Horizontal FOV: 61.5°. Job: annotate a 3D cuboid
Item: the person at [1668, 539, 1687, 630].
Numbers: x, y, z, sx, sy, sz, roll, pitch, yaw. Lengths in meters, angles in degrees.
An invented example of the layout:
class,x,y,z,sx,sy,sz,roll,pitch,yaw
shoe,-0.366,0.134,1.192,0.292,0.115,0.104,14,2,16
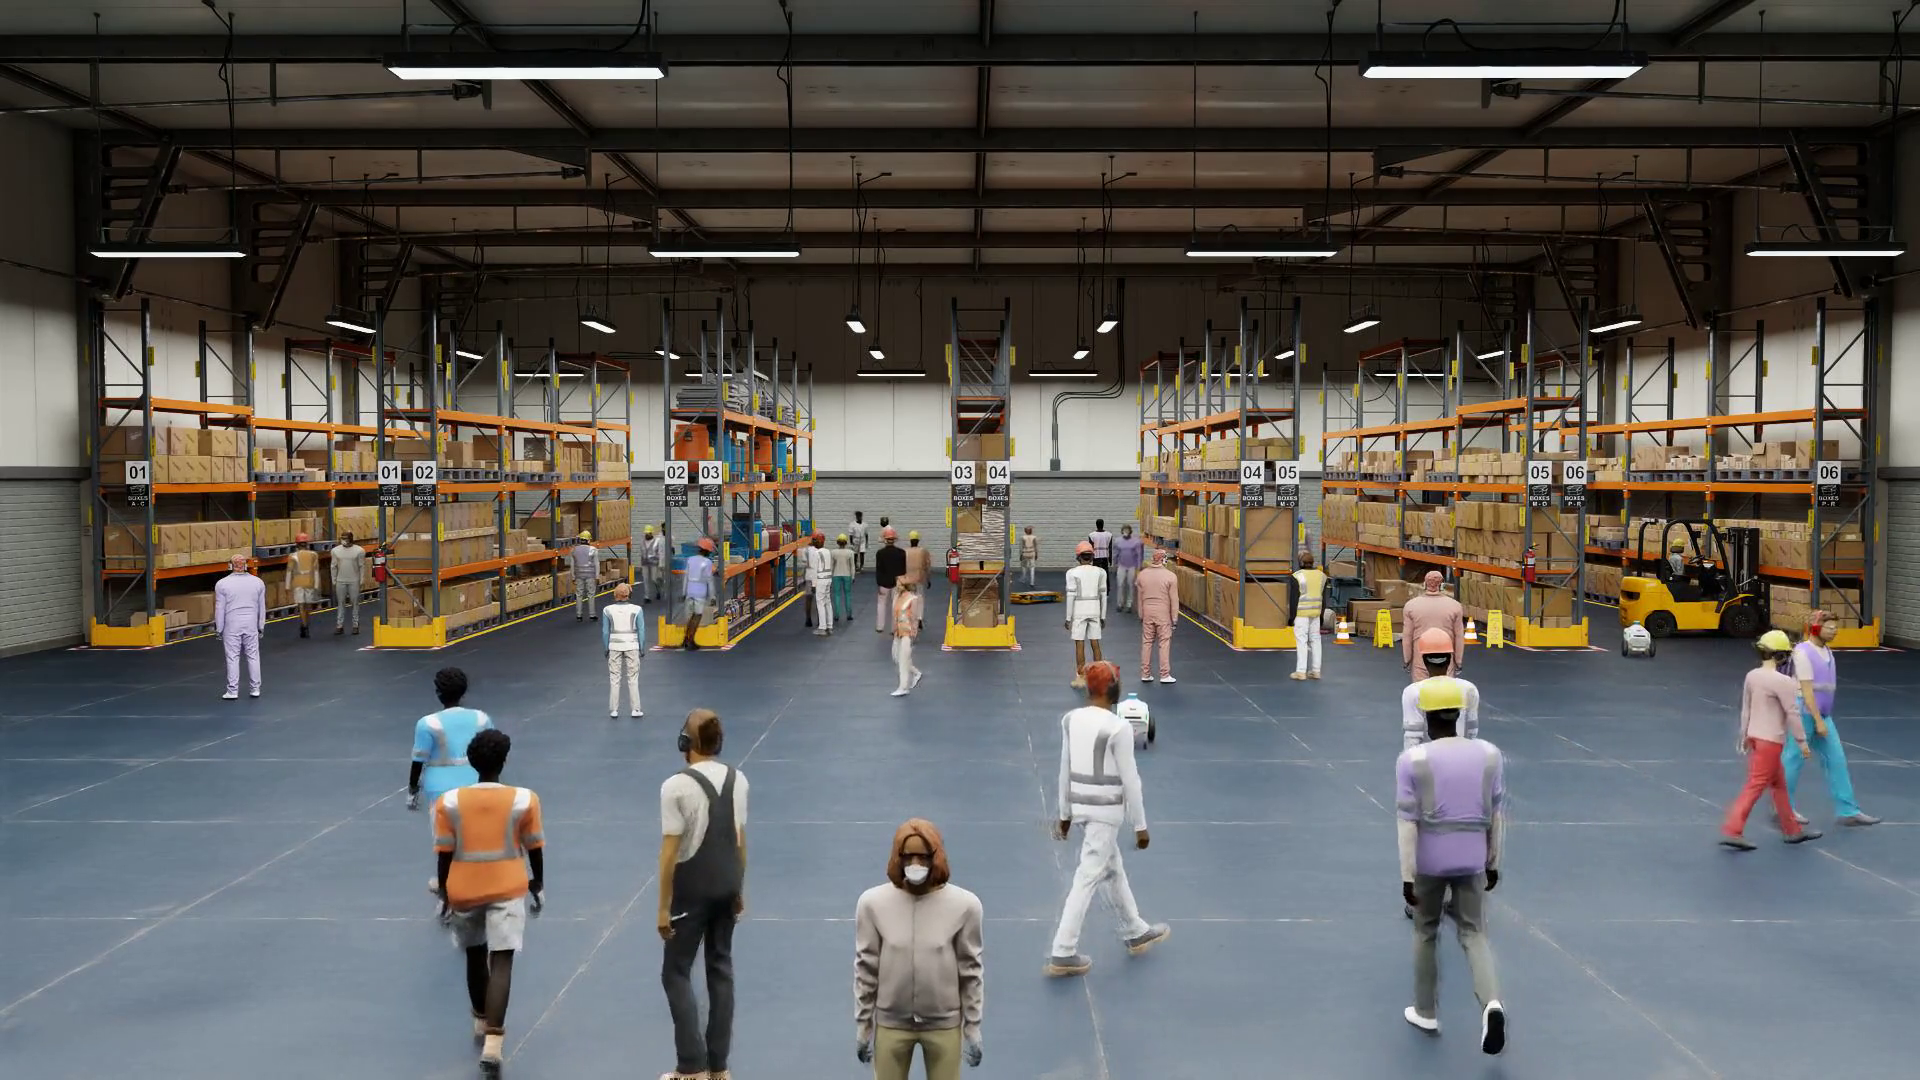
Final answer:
class,x,y,z,sx,sy,sz,roll,pitch,yaw
person,13.726,0.844,30.907,0.313,1.738,0.483,0,2,2

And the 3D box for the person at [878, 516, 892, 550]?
class,x,y,z,sx,sy,sz,roll,pitch,yaw
person,-2.017,0.252,44.696,0.520,1.827,0.638,0,2,0

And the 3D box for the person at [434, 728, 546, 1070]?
class,x,y,z,sx,sy,sz,roll,pitch,yaw
person,-2.378,1.789,8.147,0.541,1.660,0.855,0,2,-7

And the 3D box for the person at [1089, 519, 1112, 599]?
class,x,y,z,sx,sy,sz,roll,pitch,yaw
person,3.359,0.450,38.599,0.590,1.916,0.386,0,2,-11

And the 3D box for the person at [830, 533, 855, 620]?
class,x,y,z,sx,sy,sz,roll,pitch,yaw
person,-2.404,0.750,32.947,0.533,1.765,0.330,0,2,-2

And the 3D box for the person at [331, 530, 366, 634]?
class,x,y,z,sx,sy,sz,roll,pitch,yaw
person,-11.364,0.782,30.002,0.629,1.937,0.378,0,2,-7

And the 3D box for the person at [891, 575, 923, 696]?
class,x,y,z,sx,sy,sz,roll,pitch,yaw
person,-0.712,1.269,21.641,0.494,1.623,0.518,-2,3,-37

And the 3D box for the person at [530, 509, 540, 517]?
class,x,y,z,sx,sy,sz,roll,pitch,yaw
person,-11.804,0.144,44.925,0.620,2.023,0.519,0,2,-1

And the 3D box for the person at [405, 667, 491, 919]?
class,x,y,z,sx,sy,sz,roll,pitch,yaw
person,-3.443,1.679,10.822,0.838,1.654,0.554,2,3,41

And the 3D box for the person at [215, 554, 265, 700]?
class,x,y,z,sx,sy,sz,roll,pitch,yaw
person,-9.507,1.143,21.294,0.644,1.907,0.399,-2,3,-43

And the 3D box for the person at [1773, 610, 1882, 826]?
class,x,y,z,sx,sy,sz,roll,pitch,yaw
person,7.219,1.500,13.456,0.576,1.804,0.884,-2,3,-34

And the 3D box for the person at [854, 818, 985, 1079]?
class,x,y,z,sx,sy,sz,roll,pitch,yaw
person,-0.159,1.876,6.211,0.503,1.632,0.274,0,2,2

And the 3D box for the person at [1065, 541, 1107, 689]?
class,x,y,z,sx,sy,sz,roll,pitch,yaw
person,1.729,1.034,22.354,0.615,2.038,0.395,-1,2,-20

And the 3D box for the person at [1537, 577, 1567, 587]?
class,x,y,z,sx,sy,sz,roll,pitch,yaw
person,11.487,0.787,31.268,0.534,1.833,0.937,0,2,1

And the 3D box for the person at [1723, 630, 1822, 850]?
class,x,y,z,sx,sy,sz,roll,pitch,yaw
person,6.410,1.576,12.742,0.883,1.724,0.530,0,2,-1

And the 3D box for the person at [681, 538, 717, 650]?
class,x,y,z,sx,sy,sz,roll,pitch,yaw
person,-4.406,0.913,27.280,0.590,1.886,0.552,2,3,34

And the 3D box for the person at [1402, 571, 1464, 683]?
class,x,y,z,sx,sy,sz,roll,pitch,yaw
person,5.164,1.288,17.629,0.644,1.907,0.400,1,2,17

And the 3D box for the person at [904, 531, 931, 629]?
class,x,y,z,sx,sy,sz,roll,pitch,yaw
person,-0.855,0.760,31.169,0.588,1.892,0.916,0,2,-1

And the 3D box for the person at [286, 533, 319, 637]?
class,x,y,z,sx,sy,sz,roll,pitch,yaw
person,-12.045,0.825,29.569,0.558,1.892,0.899,-2,3,-39

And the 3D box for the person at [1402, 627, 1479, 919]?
class,x,y,z,sx,sy,sz,roll,pitch,yaw
person,3.163,1.549,10.713,0.546,1.934,0.376,-1,2,-14

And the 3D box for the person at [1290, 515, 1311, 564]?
class,x,y,z,sx,sy,sz,roll,pitch,yaw
person,8.723,0.324,41.531,0.611,1.935,0.548,0,2,4

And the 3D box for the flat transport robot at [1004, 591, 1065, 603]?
class,x,y,z,sx,sy,sz,roll,pitch,yaw
flat transport robot,1.731,1.322,37.575,0.652,0.197,1.431,2,3,45

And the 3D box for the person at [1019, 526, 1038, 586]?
class,x,y,z,sx,sy,sz,roll,pitch,yaw
person,1.822,0.426,43.132,0.536,1.589,0.886,-1,2,-13

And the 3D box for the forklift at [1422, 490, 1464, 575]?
class,x,y,z,sx,sy,sz,roll,pitch,yaw
forklift,13.926,-0.371,47.846,1.873,2.768,1.129,0,2,0

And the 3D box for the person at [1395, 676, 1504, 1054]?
class,x,y,z,sx,sy,sz,roll,pitch,yaw
person,2.550,1.659,8.354,0.595,1.904,0.766,0,2,-4

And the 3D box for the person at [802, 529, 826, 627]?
class,x,y,z,sx,sy,sz,roll,pitch,yaw
person,-2.827,0.736,31.572,0.543,1.909,0.918,0,2,2

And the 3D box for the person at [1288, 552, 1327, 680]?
class,x,y,z,sx,sy,sz,roll,pitch,yaw
person,5.011,1.092,23.390,0.634,1.839,0.429,-1,3,-26

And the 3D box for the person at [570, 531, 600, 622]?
class,x,y,z,sx,sy,sz,roll,pitch,yaw
person,-7.556,0.729,32.601,0.600,1.831,0.404,0,2,3

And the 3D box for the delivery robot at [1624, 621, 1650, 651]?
class,x,y,z,sx,sy,sz,roll,pitch,yaw
delivery robot,11.115,1.576,26.509,0.477,0.478,0.707,1,2,16

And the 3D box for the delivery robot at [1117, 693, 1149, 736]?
class,x,y,z,sx,sy,sz,roll,pitch,yaw
delivery robot,1.894,1.925,17.710,0.477,0.478,0.707,0,2,6

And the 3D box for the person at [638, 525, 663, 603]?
class,x,y,z,sx,sy,sz,roll,pitch,yaw
person,-7.145,0.552,37.260,0.609,1.812,0.470,1,2,13

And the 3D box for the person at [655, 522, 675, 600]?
class,x,y,z,sx,sy,sz,roll,pitch,yaw
person,-7.043,0.486,38.488,0.537,1.853,0.487,-1,2,-15

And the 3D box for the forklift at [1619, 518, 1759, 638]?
class,x,y,z,sx,sy,sz,roll,pitch,yaw
forklift,13.417,0.684,29.791,2.313,2.155,1.214,0,2,0

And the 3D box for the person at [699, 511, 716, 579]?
class,x,y,z,sx,sy,sz,roll,pitch,yaw
person,-6.997,0.164,44.947,0.609,1.980,0.629,0,2,5

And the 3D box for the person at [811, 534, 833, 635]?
class,x,y,z,sx,sy,sz,roll,pitch,yaw
person,-2.575,0.814,30.075,0.363,1.874,0.589,1,2,23

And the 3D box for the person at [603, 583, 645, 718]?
class,x,y,z,sx,sy,sz,roll,pitch,yaw
person,-4.075,1.341,19.592,0.511,1.641,0.307,0,2,-2

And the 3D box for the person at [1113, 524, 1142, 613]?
class,x,y,z,sx,sy,sz,roll,pitch,yaw
person,3.564,0.623,34.506,0.635,1.901,0.950,0,2,10

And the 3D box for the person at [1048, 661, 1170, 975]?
class,x,y,z,sx,sy,sz,roll,pitch,yaw
person,0.893,1.641,9.700,0.972,1.827,0.597,-1,3,-32

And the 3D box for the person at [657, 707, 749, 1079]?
class,x,y,z,sx,sy,sz,roll,pitch,yaw
person,-1.233,1.727,7.831,0.544,1.811,0.457,-2,3,-44

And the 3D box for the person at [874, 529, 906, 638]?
class,x,y,z,sx,sy,sz,roll,pitch,yaw
person,-1.297,0.789,29.518,0.623,1.959,0.893,-1,2,-19

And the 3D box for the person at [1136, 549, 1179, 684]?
class,x,y,z,sx,sy,sz,roll,pitch,yaw
person,2.832,1.082,22.952,0.637,1.900,0.404,1,3,32

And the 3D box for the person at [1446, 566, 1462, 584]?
class,x,y,z,sx,sy,sz,roll,pitch,yaw
person,11.410,0.538,37.563,0.656,1.821,0.570,0,2,-1

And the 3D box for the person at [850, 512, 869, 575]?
class,x,y,z,sx,sy,sz,roll,pitch,yaw
person,-3.028,0.083,48.450,0.596,1.894,1.041,0,2,-12
